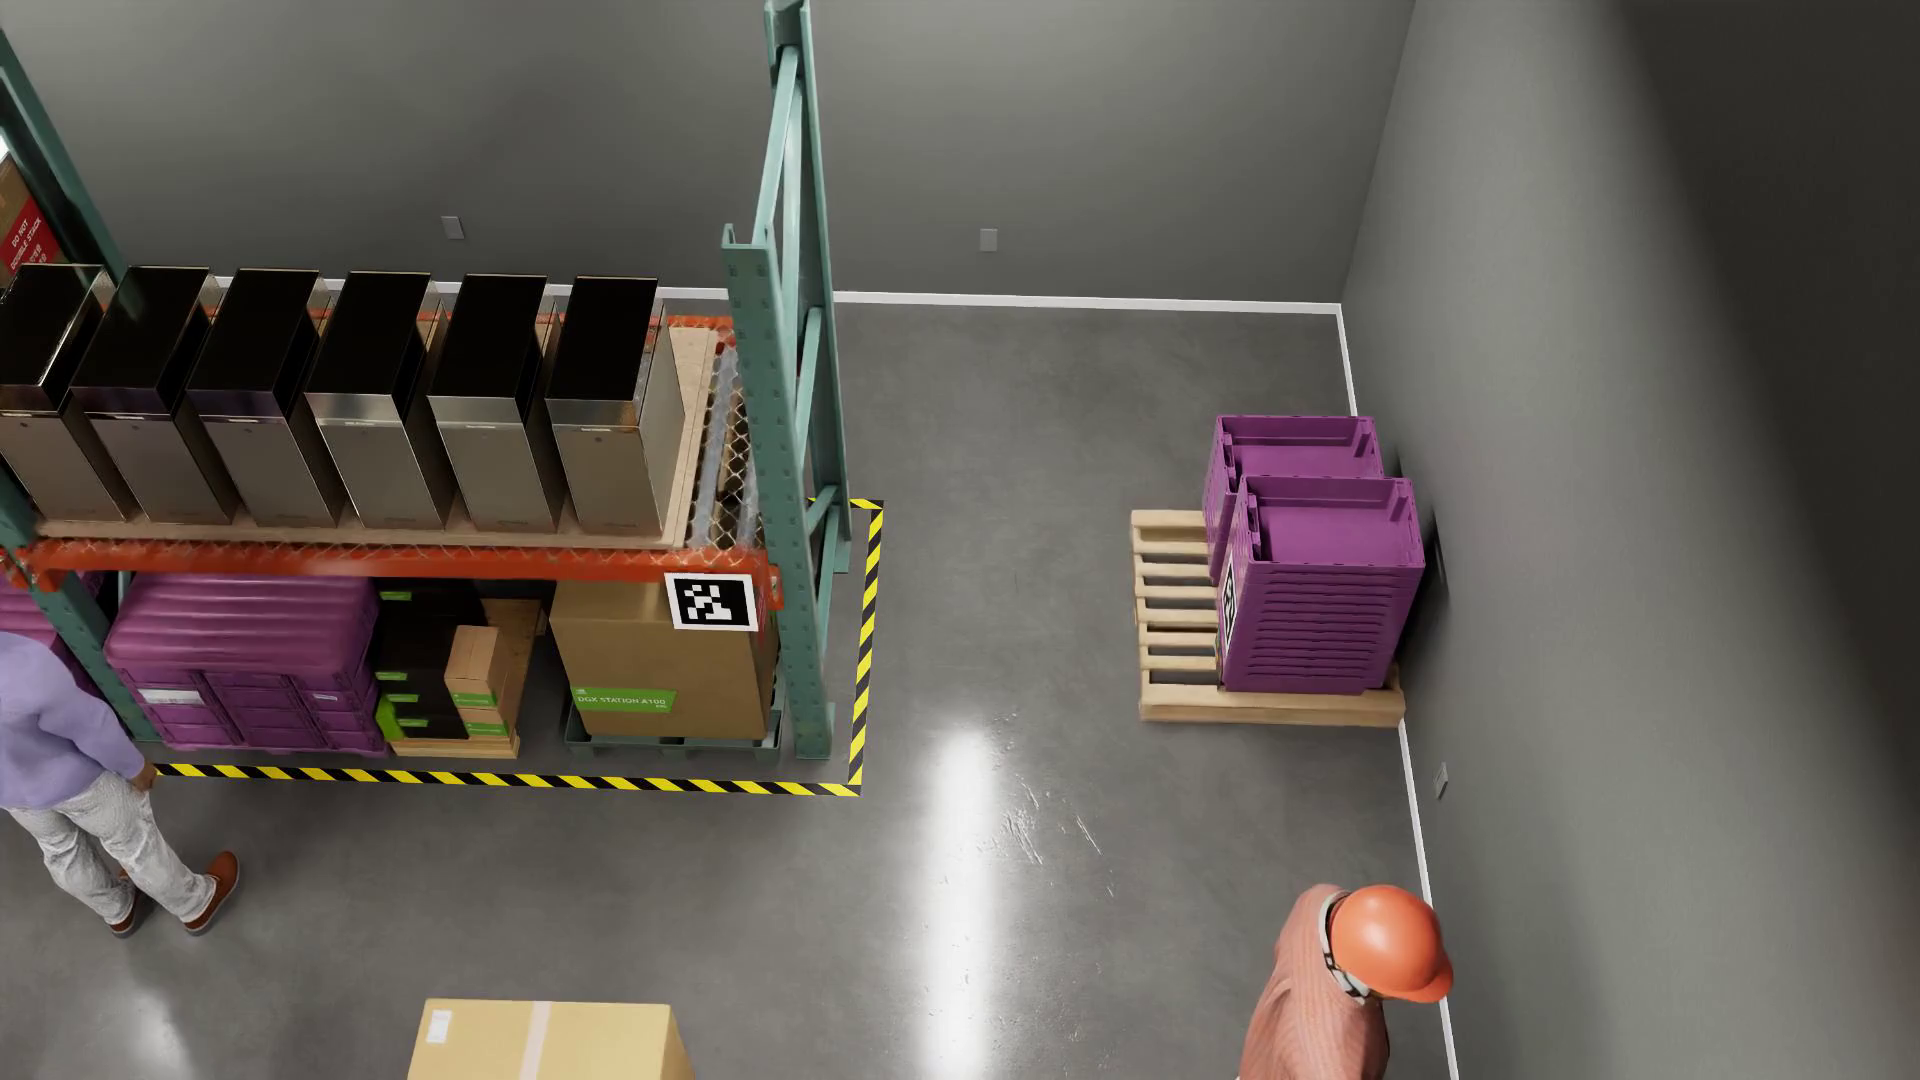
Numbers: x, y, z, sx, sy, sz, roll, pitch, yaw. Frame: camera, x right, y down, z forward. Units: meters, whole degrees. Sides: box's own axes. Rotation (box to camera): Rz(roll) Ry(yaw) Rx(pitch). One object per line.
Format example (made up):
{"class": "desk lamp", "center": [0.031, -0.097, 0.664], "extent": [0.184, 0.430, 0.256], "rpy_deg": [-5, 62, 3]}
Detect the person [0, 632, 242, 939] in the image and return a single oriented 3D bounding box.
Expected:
{"class": "person", "center": [-2.826, 0.692, 5.151], "extent": [0.628, 1.940, 0.377], "rpy_deg": [3, 52, 2]}

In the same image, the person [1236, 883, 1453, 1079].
{"class": "person", "center": [0.951, 1.458, 4.518], "extent": [0.392, 1.990, 0.611], "rpy_deg": [3, 52, 2]}
